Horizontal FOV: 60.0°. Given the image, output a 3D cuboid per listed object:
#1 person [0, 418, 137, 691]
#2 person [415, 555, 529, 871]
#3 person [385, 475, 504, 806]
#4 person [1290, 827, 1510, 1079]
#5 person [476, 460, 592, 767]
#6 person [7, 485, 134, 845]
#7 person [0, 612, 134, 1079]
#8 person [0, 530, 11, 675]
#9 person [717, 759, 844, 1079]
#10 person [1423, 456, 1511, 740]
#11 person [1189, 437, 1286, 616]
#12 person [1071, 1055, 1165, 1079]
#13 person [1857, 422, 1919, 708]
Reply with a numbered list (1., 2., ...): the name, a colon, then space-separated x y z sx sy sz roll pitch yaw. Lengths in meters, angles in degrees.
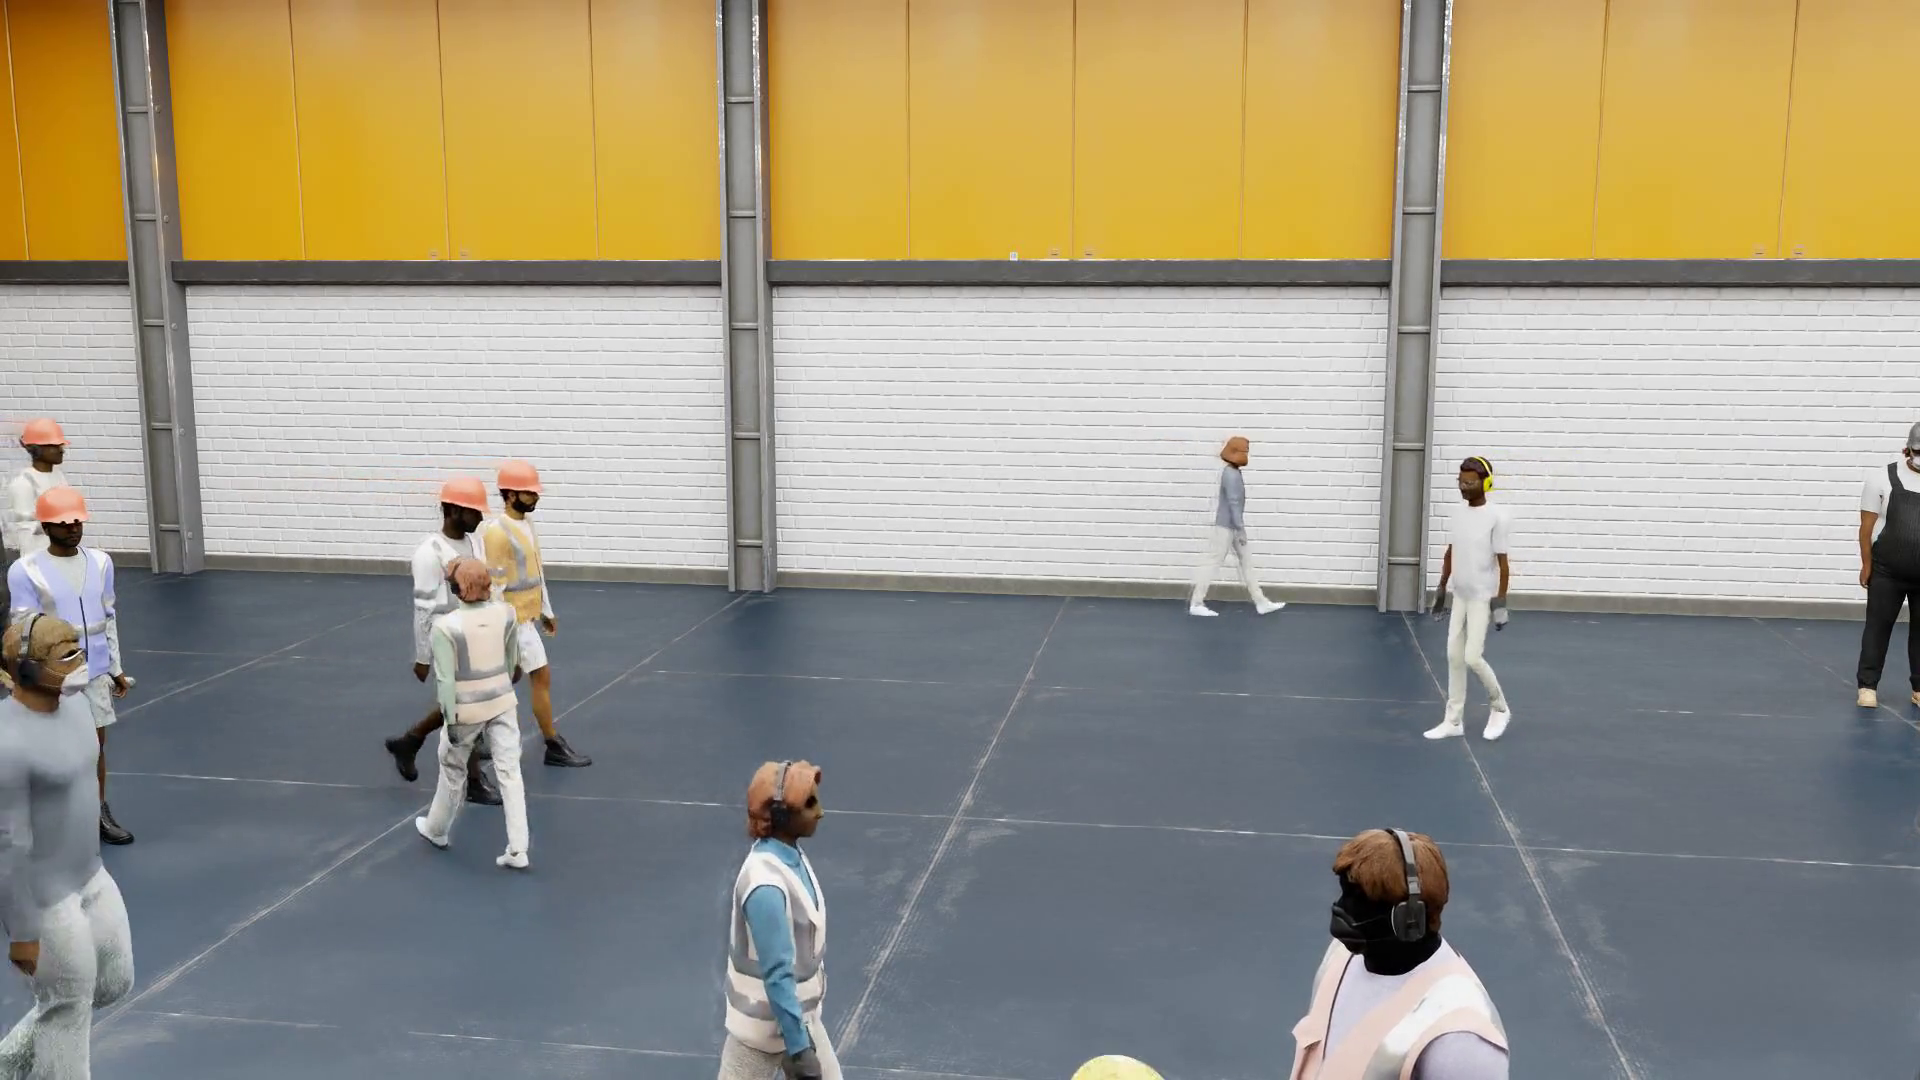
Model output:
1. person: -6.555 0.118 11.920 1.064 1.996 0.622 1 9 4
2. person: -2.492 0.866 8.513 0.848 1.594 0.518 9 13 44
3. person: -2.946 0.564 9.461 0.779 1.903 0.548 3 10 16
4. person: 0.937 1.527 3.690 0.430 1.844 0.624 -2 9 -11
5. person: -2.752 0.451 10.186 0.923 1.910 0.555 1 9 4
6. person: -4.597 0.677 8.635 0.359 1.939 0.543 5 11 31
7. person: -3.072 1.182 5.563 0.565 1.927 0.647 -1 9 -5
8. person: -6.160 0.429 10.596 0.926 1.812 0.525 -3 10 -19
9. person: -0.579 1.441 4.992 0.868 1.599 0.509 1 9 6
10. person: 3.271 0.380 10.717 0.482 1.860 0.525 -4 10 -23
11. person: 2.417 -0.106 14.550 0.853 1.586 0.525 2 9 13
12. person: 0.225 1.716 2.930 0.779 1.712 0.499 8 12 41
13. person: 6.574 0.168 11.461 0.673 2.000 0.535 3 10 15
